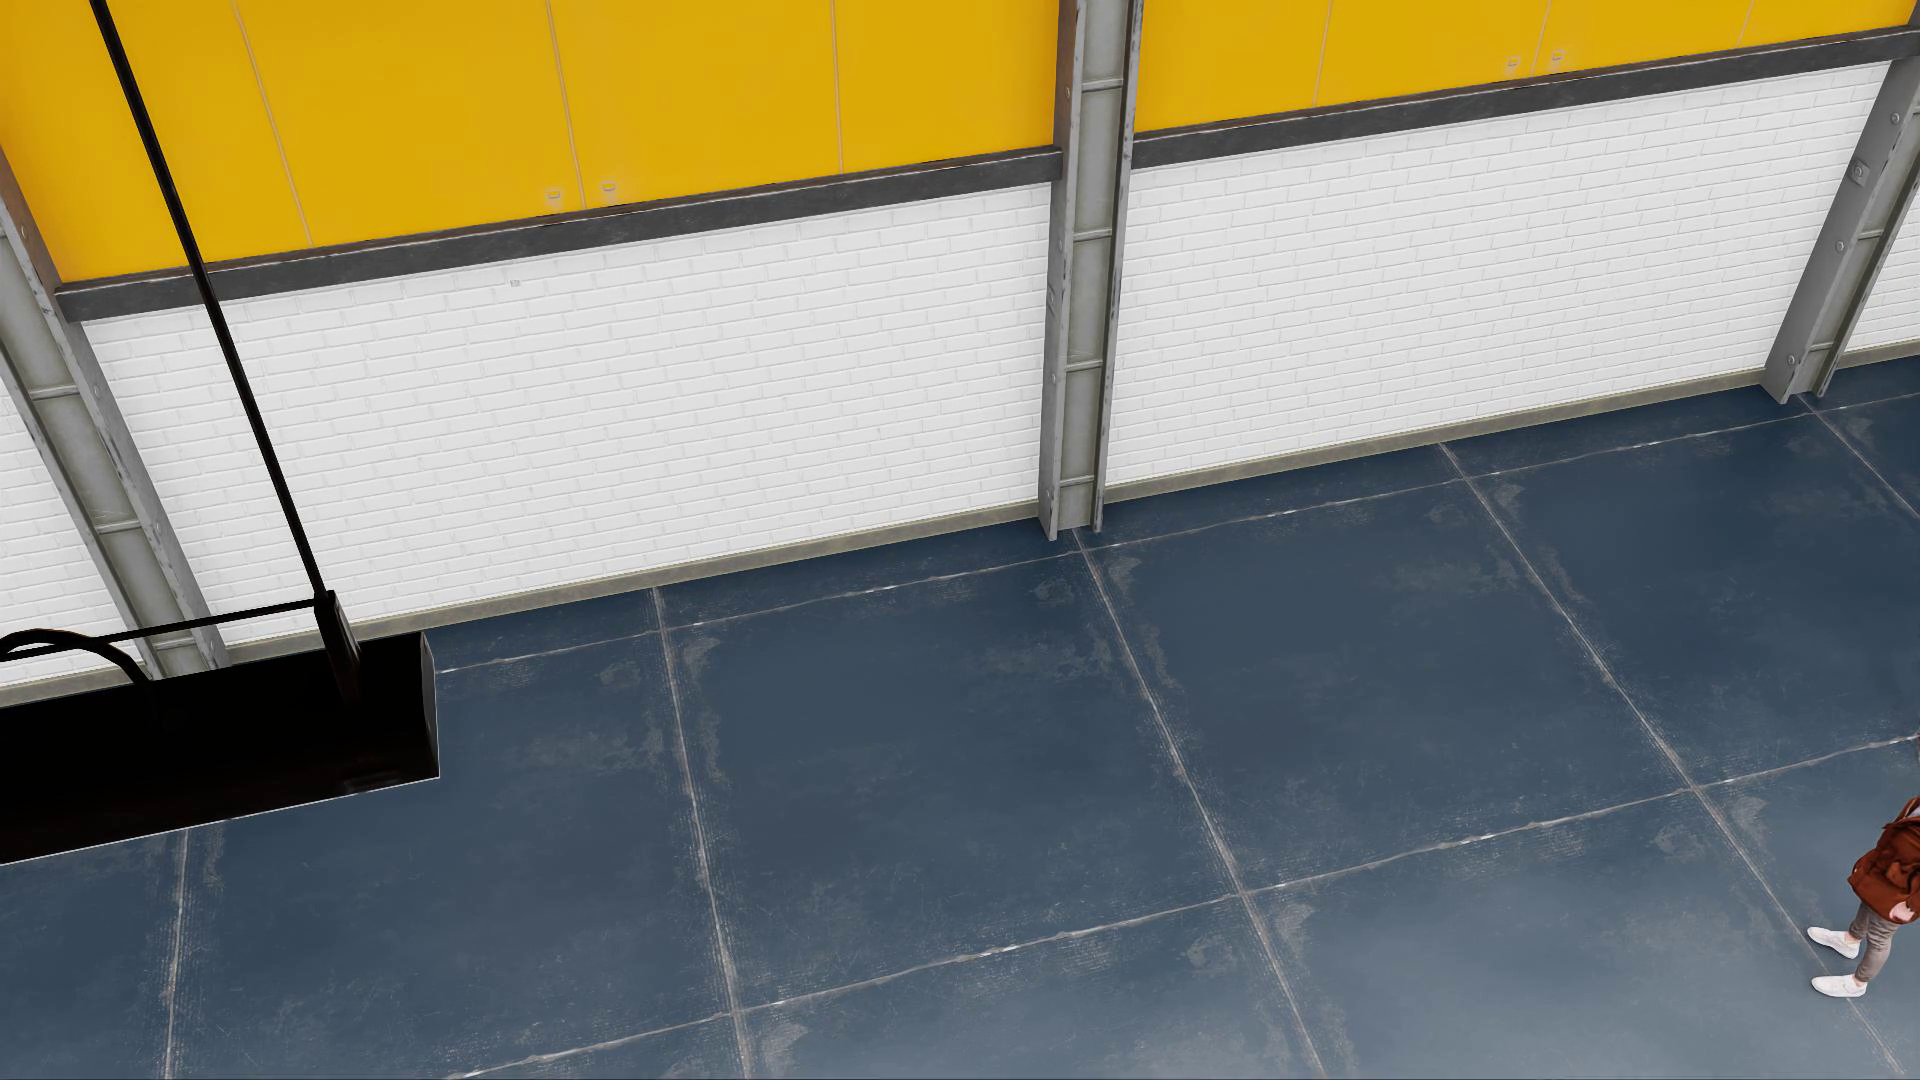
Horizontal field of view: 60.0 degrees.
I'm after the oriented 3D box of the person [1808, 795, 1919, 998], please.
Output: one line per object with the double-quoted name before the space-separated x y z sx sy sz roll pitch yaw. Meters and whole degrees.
"person" 4.973 1.759 8.739 0.885 1.839 0.848 12 45 12
